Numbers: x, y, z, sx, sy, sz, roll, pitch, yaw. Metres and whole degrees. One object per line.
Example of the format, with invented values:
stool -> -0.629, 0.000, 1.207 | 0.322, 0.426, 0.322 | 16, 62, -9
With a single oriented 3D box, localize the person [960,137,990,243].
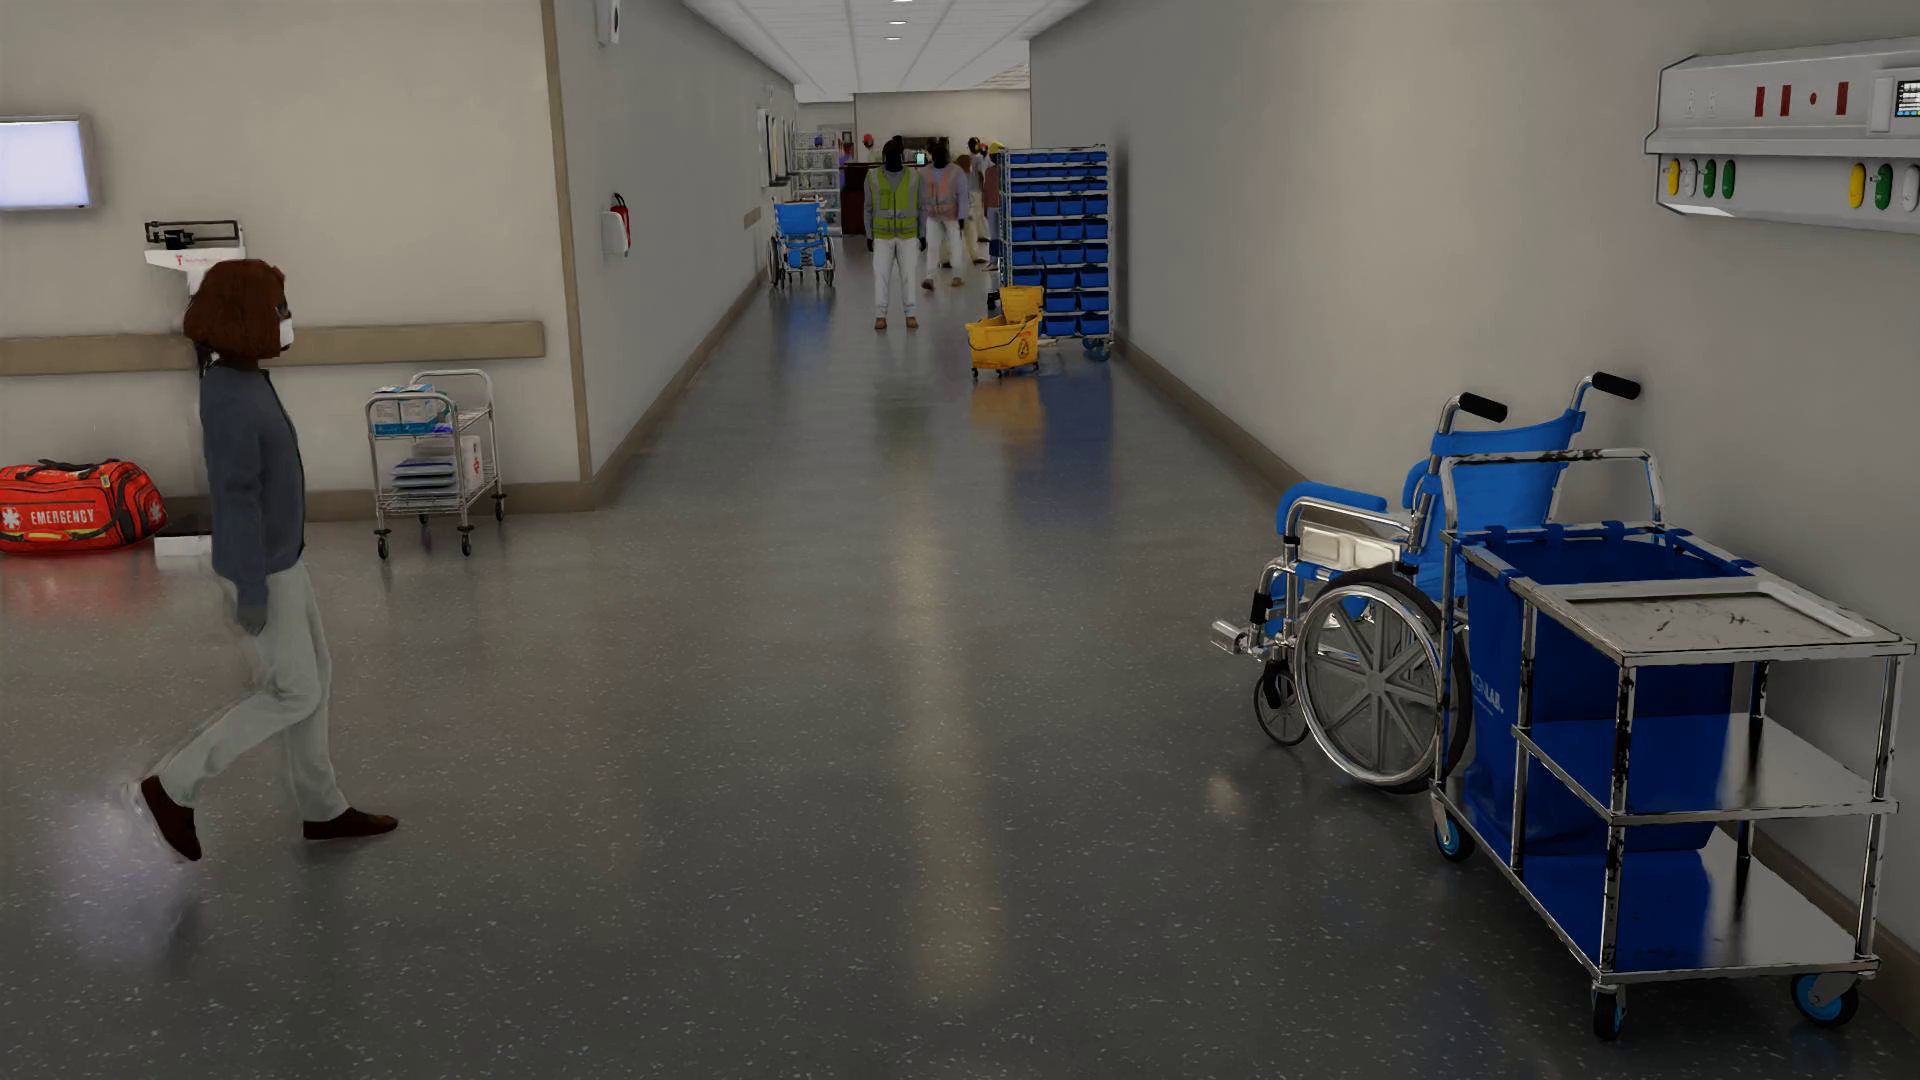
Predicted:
person -> 0.215, -6.096, 29.033 | 0.770, 1.847, 0.523 | -9, 15, -28

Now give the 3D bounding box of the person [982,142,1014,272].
person -> 0.527, -4.593, 22.974 | 0.522, 1.768, 0.312 | 10, 18, 40

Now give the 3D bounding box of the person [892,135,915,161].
person -> -1.276, -8.280, 38.031 | 0.718, 1.917, 0.393 | 10, 18, 39

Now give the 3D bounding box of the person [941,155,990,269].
person -> 0.060, -4.667, 23.686 | 0.792, 1.587, 0.509 | -2, 14, -1

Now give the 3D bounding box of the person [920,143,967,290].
person -> -0.219, -4.009, 20.625 | 0.649, 1.786, 1.005 | 2, 14, 16

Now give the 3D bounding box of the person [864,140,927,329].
person -> -0.635, -3.016, 16.471 | 0.624, 1.845, 0.430 | -2, 14, -2

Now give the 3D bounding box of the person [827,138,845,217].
person -> -2.968, -8.883, 40.711 | 0.651, 1.911, 0.410 | 0, 14, 7

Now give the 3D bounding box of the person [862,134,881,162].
person -> -2.056, -8.354, 38.324 | 0.777, 1.953, 0.634 | -3, 14, -7

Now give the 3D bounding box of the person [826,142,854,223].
person -> -2.597, -8.071, 37.604 | 0.976, 1.804, 0.575 | -7, 15, -21

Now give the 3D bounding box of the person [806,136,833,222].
person -> -3.192, -8.205, 37.911 | 0.601, 1.938, 0.418 | -1, 14, 2

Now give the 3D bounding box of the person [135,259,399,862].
person -> -1.876, 0.081, 4.365 | 0.550, 1.620, 0.504 | -6, 14, -17
